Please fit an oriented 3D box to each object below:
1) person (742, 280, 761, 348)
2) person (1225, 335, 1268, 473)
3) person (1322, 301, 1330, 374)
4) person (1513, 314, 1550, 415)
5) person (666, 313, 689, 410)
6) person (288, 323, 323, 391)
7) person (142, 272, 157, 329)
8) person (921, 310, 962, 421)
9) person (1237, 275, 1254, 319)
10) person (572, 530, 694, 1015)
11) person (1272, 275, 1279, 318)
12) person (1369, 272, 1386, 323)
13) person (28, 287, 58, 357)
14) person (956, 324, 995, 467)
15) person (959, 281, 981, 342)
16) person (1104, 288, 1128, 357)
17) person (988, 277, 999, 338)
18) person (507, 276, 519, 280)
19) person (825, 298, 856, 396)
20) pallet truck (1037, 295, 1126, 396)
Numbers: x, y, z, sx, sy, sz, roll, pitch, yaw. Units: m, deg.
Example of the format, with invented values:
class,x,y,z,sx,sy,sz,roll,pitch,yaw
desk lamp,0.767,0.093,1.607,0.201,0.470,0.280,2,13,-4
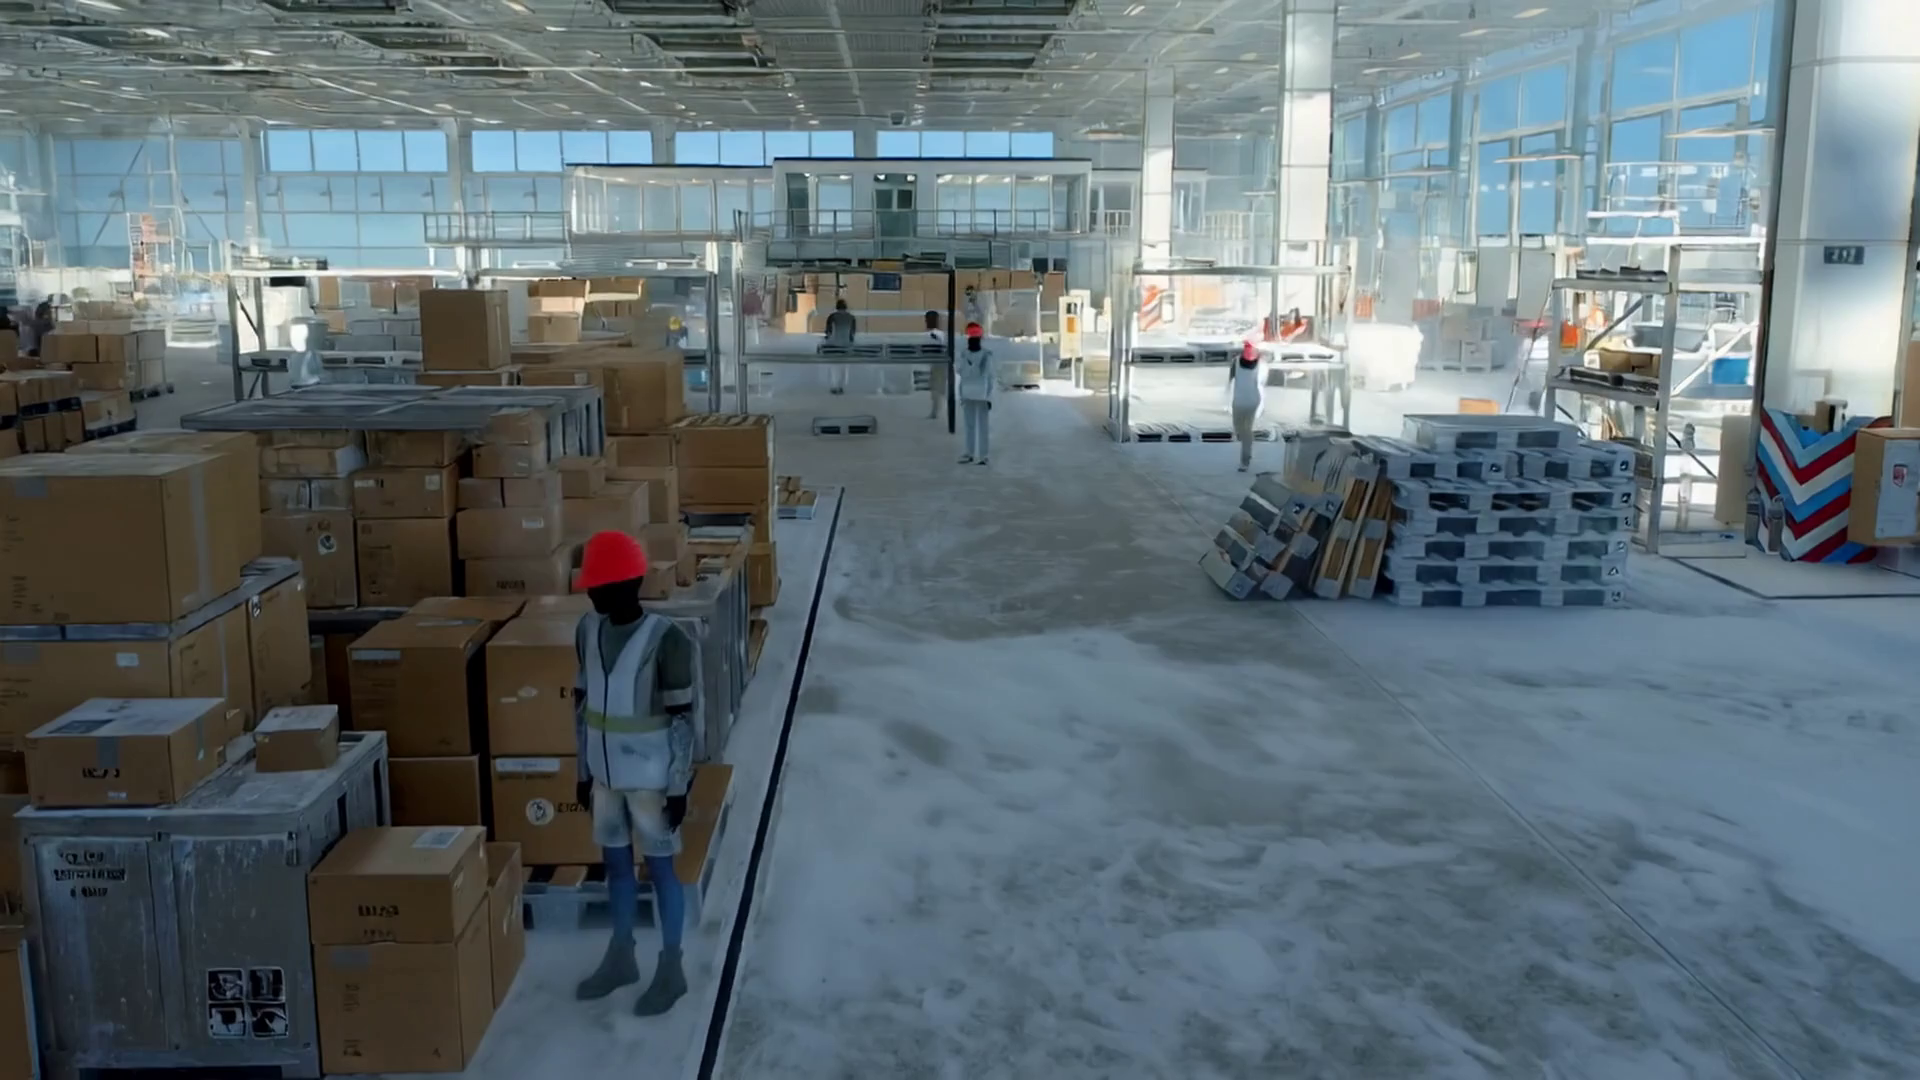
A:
class,x,y,z,sx,sy,sz,roll,pitch,yaw
person,-5.924,-6.437,47.453,0.812,1.955,0.699,8,13,36
person,3.814,-1.814,22.051,0.531,1.819,0.727,5,11,24
person,8.365,-4.656,38.208,0.535,1.700,0.318,-1,10,-3
person,8.911,-2.588,26.112,0.912,1.902,0.580,-6,12,-30
person,-5.121,-3.221,30.089,0.487,1.746,0.288,5,11,26
person,-8.654,-1.873,21.959,0.614,1.964,0.361,7,12,34
person,-26.472,-7.747,54.500,0.605,2.032,0.576,7,13,36
person,-0.319,-2.927,28.048,0.643,1.893,0.619,2,10,12
person,11.299,-9.595,65.411,0.660,1.807,0.873,10,14,44
person,-1.307,0.911,6.537,0.550,1.933,0.375,6,12,29
person,11.461,-8.762,60.419,0.354,1.939,0.544,3,11,16
person,15.002,-8.637,59.692,0.613,1.947,0.388,7,12,33
person,-21.309,-4.892,38.572,0.689,2.000,0.996,6,12,31
person,0.207,-1.955,22.526,0.587,1.928,0.362,8,13,39
person,0.362,-6.868,50.081,0.949,1.864,0.584,9,14,41
person,4.107,-5.671,43.538,0.629,1.826,0.569,0,10,-1
person,1.053,-7.298,52.263,0.352,1.936,0.635,3,11,15
person,-17.985,-9.903,66.927,0.585,1.882,0.344,2,10,11
person,-2.409,-3.820,32.971,0.644,1.910,0.744,-5,11,-24
pallet truck,2.483,-3.881,33.060,1.885,1.965,0.823,-7,13,-36
